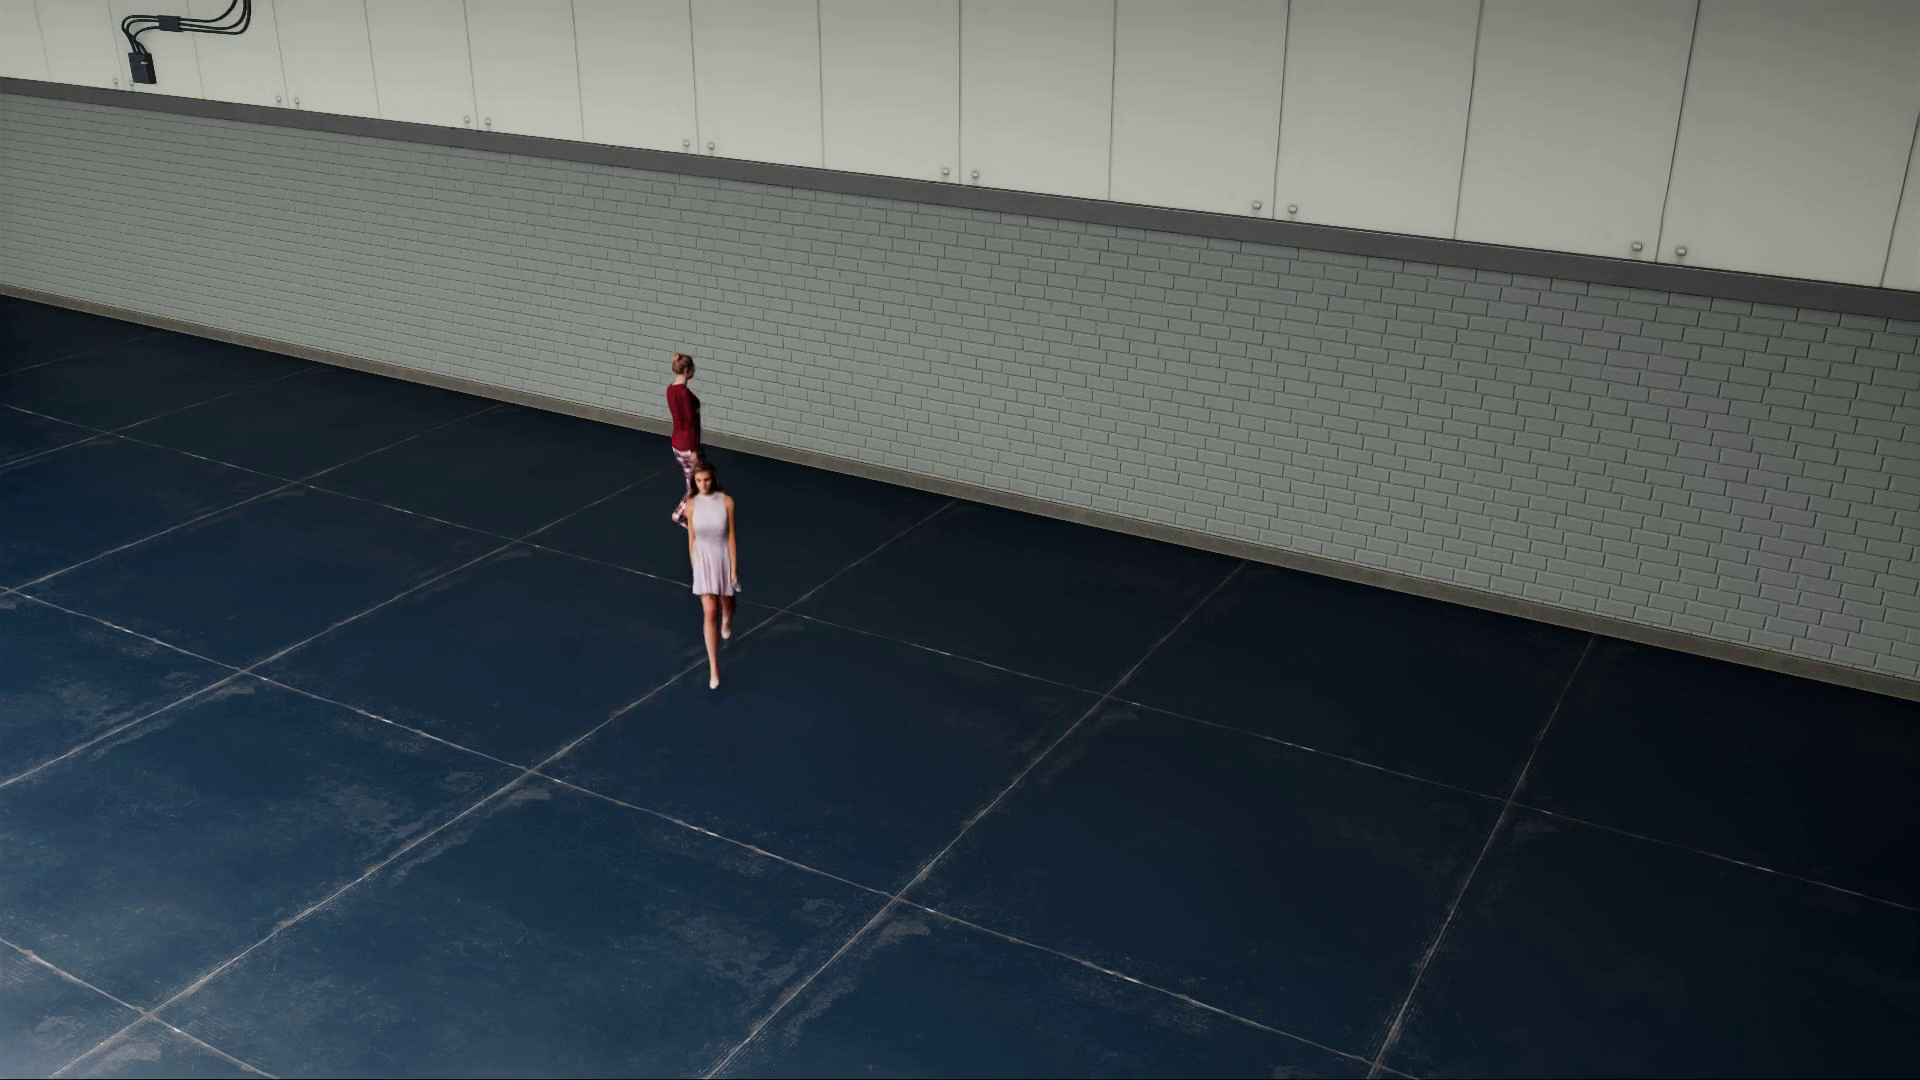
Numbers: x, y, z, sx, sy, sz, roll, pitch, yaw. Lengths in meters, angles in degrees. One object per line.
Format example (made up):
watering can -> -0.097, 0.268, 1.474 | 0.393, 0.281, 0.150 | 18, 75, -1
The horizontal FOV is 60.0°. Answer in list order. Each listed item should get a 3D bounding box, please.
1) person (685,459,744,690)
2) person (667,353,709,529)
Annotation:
person -> -1.843, 0.200, 12.671 | 0.971, 1.735, 1.149 | -2, 23, -5
person -> -2.491, -0.878, 15.256 | 0.855, 1.695, 0.823 | -17, 28, -34
